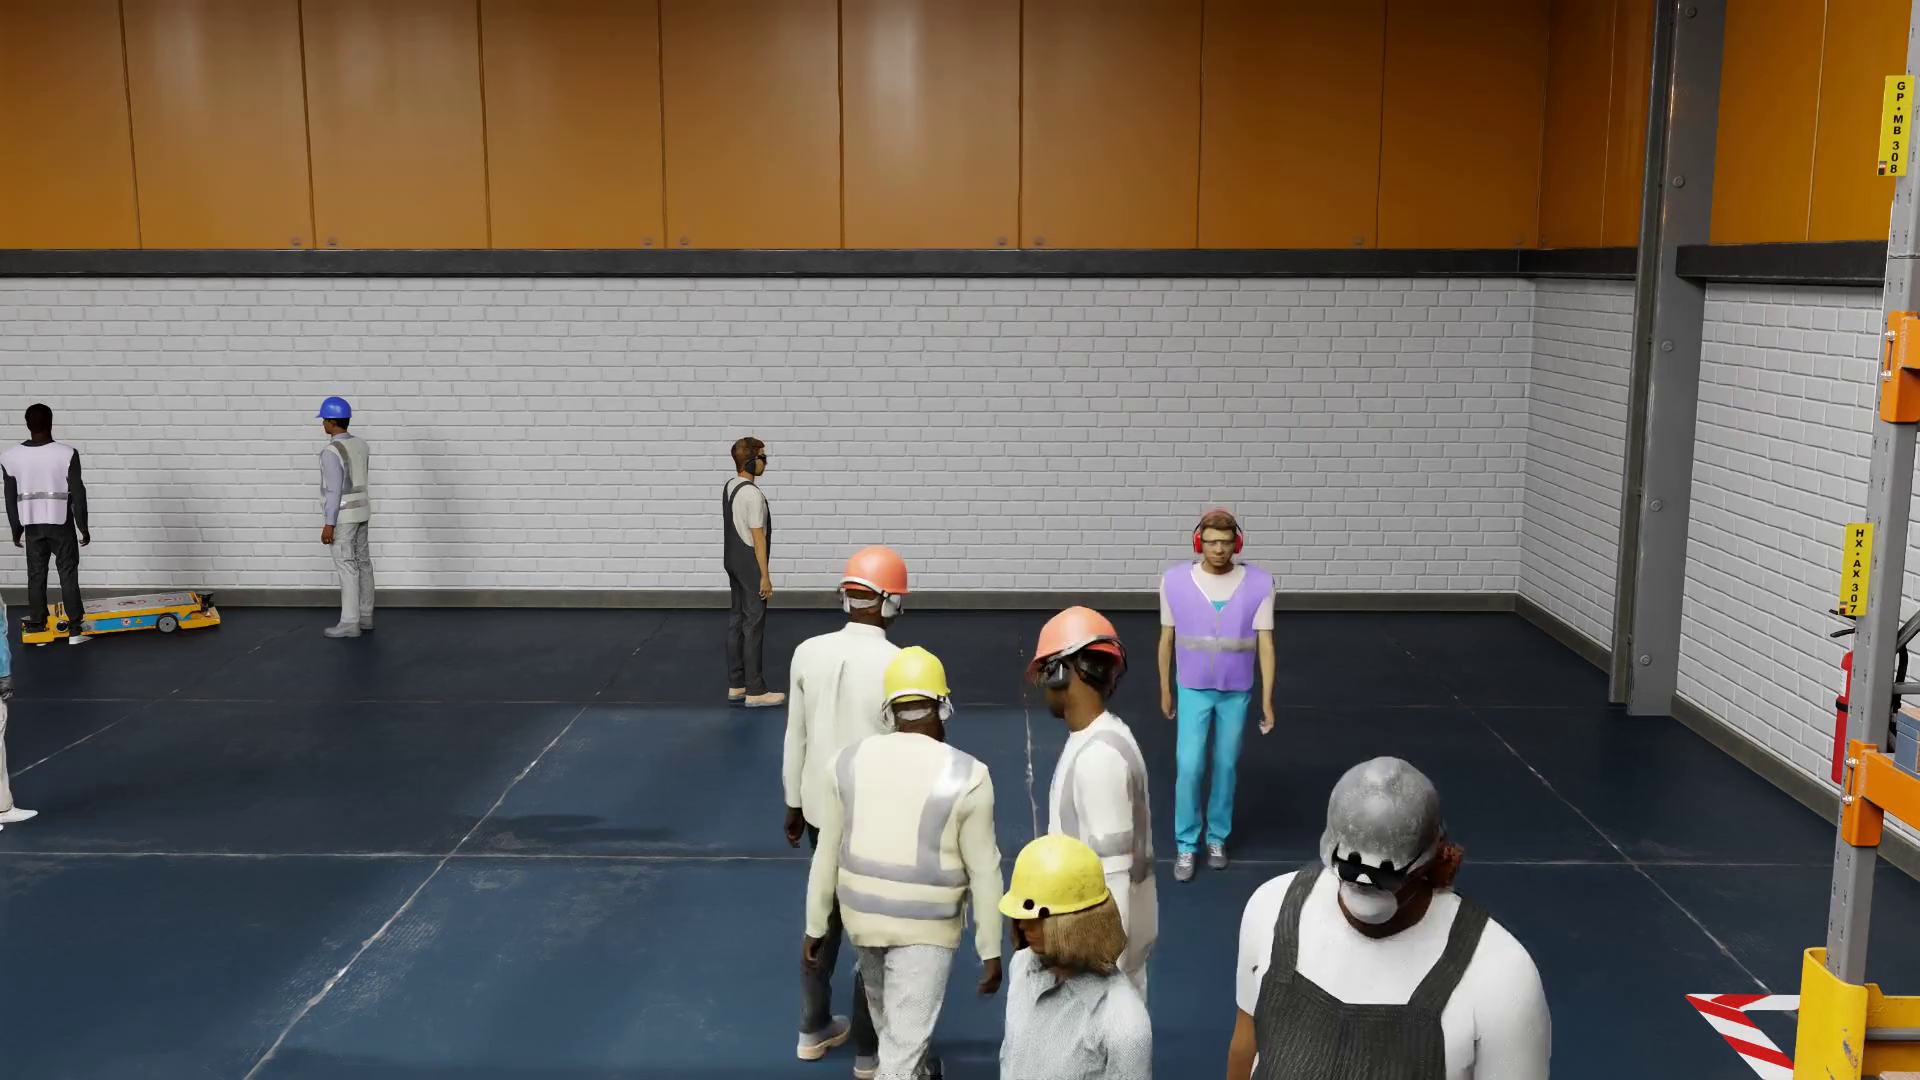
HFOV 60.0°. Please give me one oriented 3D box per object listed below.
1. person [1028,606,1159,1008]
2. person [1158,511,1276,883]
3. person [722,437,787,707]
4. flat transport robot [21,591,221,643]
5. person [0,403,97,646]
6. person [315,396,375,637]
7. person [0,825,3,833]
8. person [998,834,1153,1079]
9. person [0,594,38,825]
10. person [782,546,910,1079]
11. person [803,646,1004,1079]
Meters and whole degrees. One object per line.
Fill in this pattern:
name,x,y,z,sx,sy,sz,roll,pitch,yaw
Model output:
person,0.407,1.227,4.936,0.378,1.992,0.825,0,9,-2
person,1.256,0.763,8.140,0.569,1.822,0.645,1,10,4
person,-1.435,0.215,11.372,0.345,1.846,0.507,-6,11,-33
flat transport robot,-6.888,0.618,13.662,1.431,0.197,0.652,-5,11,-28
person,-7.197,-0.115,13.130,0.587,1.919,0.391,-2,10,-9
person,-4.985,-0.189,13.477,0.389,1.949,0.603,1,10,6
person,-5.366,0.631,8.702,0.652,1.904,0.402,6,11,31
person,0.233,1.519,3.871,0.324,1.741,0.492,-6,11,-33
person,-5.283,0.721,8.935,0.522,1.645,0.306,5,11,26
person,-0.352,1.007,6.275,0.655,1.968,0.489,6,11,33
person,-0.166,1.250,5.451,0.647,1.767,0.993,5,11,26
